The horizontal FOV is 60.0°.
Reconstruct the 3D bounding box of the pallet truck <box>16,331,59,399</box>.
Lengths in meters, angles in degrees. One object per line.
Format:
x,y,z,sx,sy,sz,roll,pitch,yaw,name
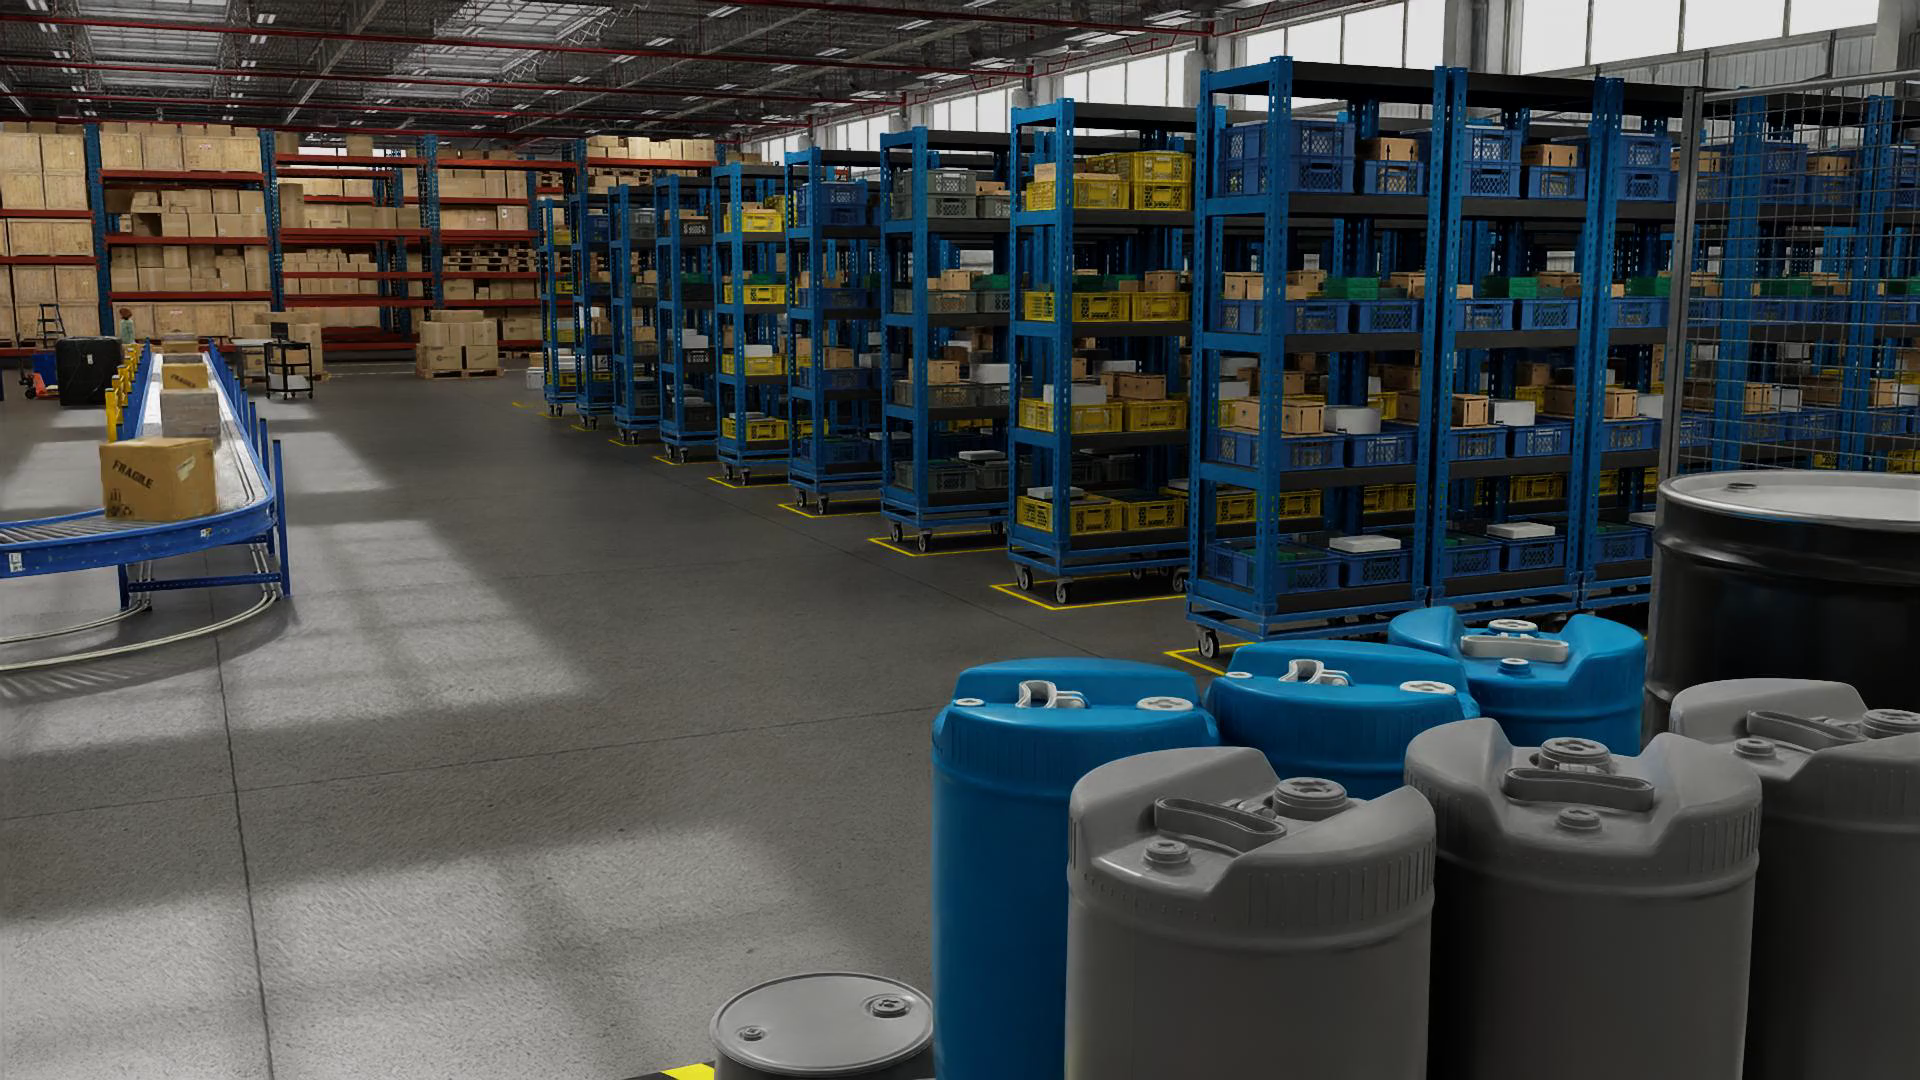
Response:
-17.082,-3.353,31.781,1.630,1.274,0.653,-4,10,-25,pallet truck

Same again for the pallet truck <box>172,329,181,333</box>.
-17.275,-3.851,35.096,1.601,1.201,0.680,0,9,1,pallet truck

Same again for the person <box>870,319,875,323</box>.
-2.815,-6.758,51.620,0.482,1.715,0.789,-4,10,-23,person

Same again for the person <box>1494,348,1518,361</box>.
5.300,-1.114,16.198,0.571,1.843,0.373,-7,12,-38,person

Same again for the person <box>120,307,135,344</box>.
-18.417,-4.329,36.807,0.497,1.633,0.289,8,12,40,person

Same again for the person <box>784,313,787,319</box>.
-3.248,-3.800,32.677,0.403,1.906,0.651,0,9,-2,person
